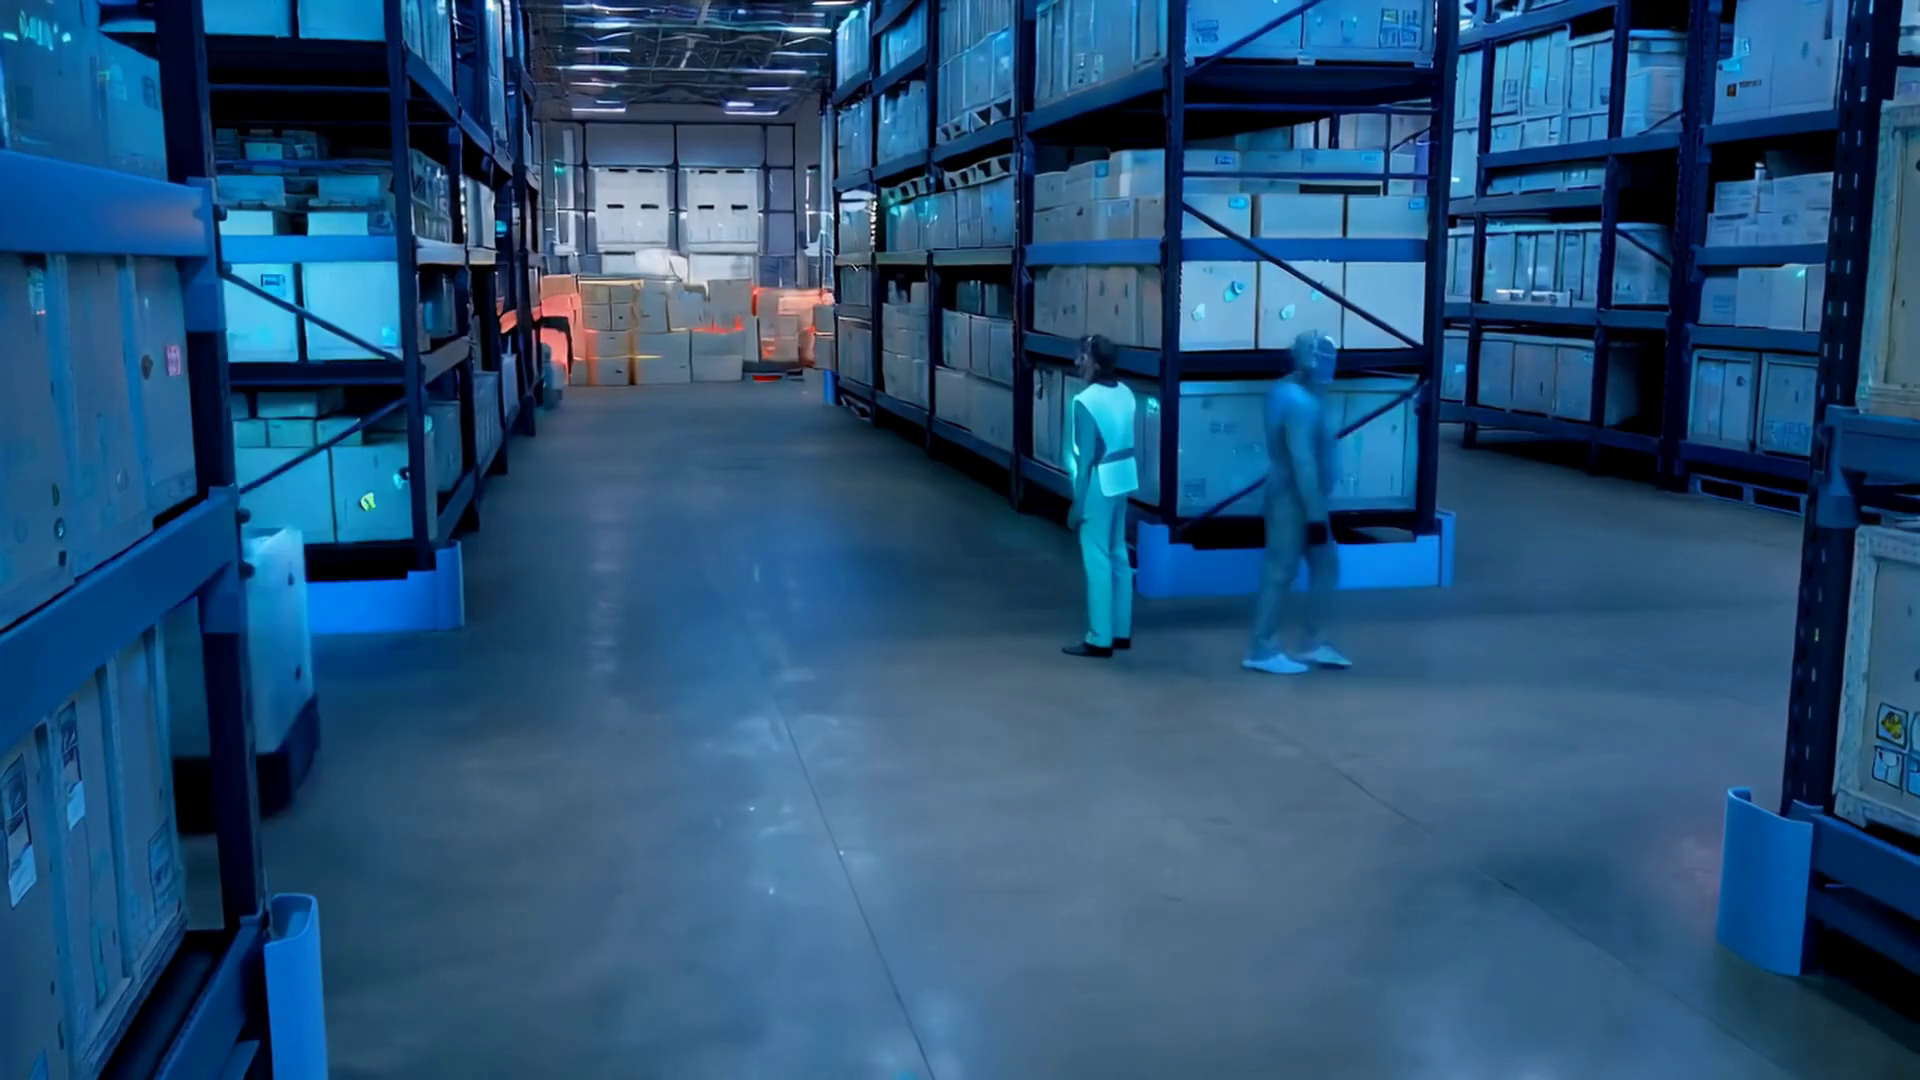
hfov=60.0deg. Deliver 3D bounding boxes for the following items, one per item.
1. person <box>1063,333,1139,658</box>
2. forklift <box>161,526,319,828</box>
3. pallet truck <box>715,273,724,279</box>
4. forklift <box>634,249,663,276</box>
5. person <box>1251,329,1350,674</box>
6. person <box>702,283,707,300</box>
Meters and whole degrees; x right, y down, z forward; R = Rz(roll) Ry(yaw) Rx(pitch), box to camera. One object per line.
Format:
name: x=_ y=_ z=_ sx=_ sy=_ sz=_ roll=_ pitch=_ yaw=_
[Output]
person: x=0.817 y=-0.249 z=9.490 sx=0.373 sy=1.843 sz=0.571 roll=6 pitch=11 yaw=32
forklift: x=-3.701 y=-0.298 z=6.640 sx=1.873 sy=2.768 sz=1.129 roll=-2 pitch=10 yaw=-12
pallet truck: x=-8.580 y=-8.986 z=62.280 sx=1.885 sy=1.965 sz=0.823 roll=1 pitch=9 yaw=5
forklift: x=-10.535 y=-8.469 z=56.446 sx=1.129 sy=2.768 sz=1.873 roll=-8 pitch=12 yaw=-39
person: x=1.908 y=-0.189 z=8.996 sx=0.692 sy=1.880 sz=0.676 roll=2 pitch=10 yaw=13
person: x=-9.190 y=-8.449 z=60.098 sx=0.308 sy=1.640 sz=0.511 roll=1 pitch=9 yaw=8
